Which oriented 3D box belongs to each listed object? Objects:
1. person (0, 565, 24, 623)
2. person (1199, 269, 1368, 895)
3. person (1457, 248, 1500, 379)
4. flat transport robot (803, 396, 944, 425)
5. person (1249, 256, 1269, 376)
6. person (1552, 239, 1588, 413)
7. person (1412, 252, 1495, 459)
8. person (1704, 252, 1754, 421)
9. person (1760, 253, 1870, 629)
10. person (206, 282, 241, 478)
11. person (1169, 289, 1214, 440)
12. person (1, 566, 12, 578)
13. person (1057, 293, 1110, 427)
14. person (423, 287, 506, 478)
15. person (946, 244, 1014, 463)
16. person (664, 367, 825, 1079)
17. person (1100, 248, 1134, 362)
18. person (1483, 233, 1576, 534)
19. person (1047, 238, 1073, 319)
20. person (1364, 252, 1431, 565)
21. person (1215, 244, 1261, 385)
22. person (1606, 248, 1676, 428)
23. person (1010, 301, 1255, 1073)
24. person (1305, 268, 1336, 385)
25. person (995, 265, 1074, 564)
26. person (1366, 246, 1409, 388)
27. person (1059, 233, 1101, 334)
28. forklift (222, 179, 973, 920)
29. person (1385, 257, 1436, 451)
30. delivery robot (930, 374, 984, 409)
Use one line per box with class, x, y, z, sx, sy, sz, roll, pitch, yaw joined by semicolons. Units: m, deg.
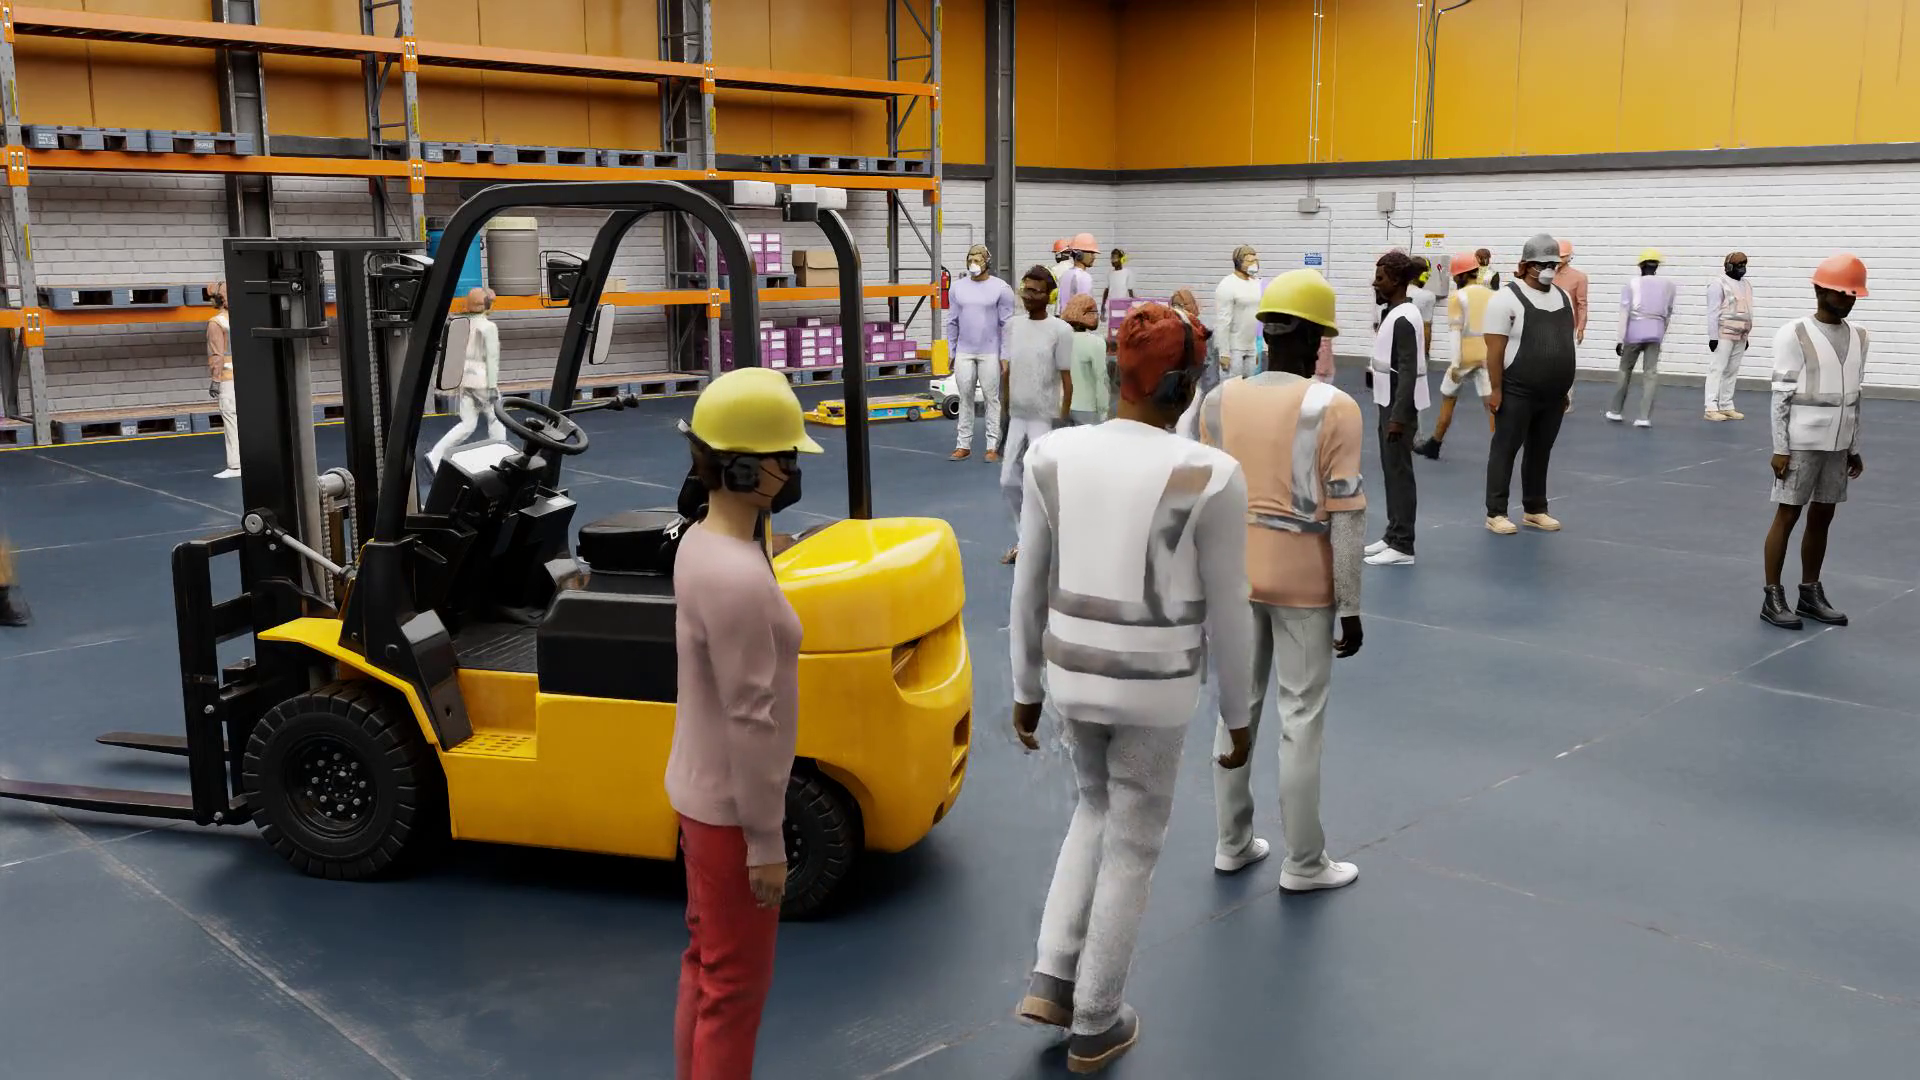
person;-5.344;-0.462;8.515;1.004;1.887;0.564;1;10;6
person;1.000;0.134;5.146;0.374;1.920;0.585;-10;15;-44
person;7.273;-3.155;23.298;0.633;1.839;0.429;10;14;43
flat transport robot;-0.943;-1.423;18.134;1.431;0.197;0.652;-7;13;-35
person;3.072;-2.159;17.861;0.567;1.839;0.377;1;10;7
person;6.840;-2.431;18.965;0.468;1.982;0.623;-9;14;-41
person;4.539;-1.605;14.765;0.630;1.871;0.894;-3;11;-15
person;8.445;-2.228;18.236;0.637;1.842;0.429;-6;12;-30
person;4.442;-0.504;8.593;0.543;1.932;0.365;-3;11;-16
person;-6.103;-1.335;13.920;0.307;1.641;0.513;1;10;3
person;1.805;-1.246;13.572;0.518;1.588;0.856;7;12;32
person;-5.886;-0.643;9.629;0.592;1.828;0.404;0;10;-2
person;0.814;-0.865;11.374;0.509;1.632;0.266;10;14;42
person;-4.003;-1.259;13.594;0.534;1.612;0.736;9;14;40
person;0.168;-1.658;14.865;0.629;1.940;0.373;4;11;19
person;-0.428;0.535;3.383;0.330;1.765;0.533;-3;11;-17
person;2.407;-3.493;25.205;0.532;1.825;0.944;9;14;42
person;3.914;-1.058;11.313;0.688;2.000;0.536;-4;11;-22
person;1.363;-2.960;21.875;0.421;1.981;0.627;9;14;42
person;2.697;-0.804;10.260;0.386;1.918;0.590;2;11;9
person;2.561;-1.733;15.275;0.372;1.939;0.629;8;13;39
person;7.266;-2.161;17.757;0.604;1.877;0.895;1;10;4
person;0.415;0.369;3.988;0.595;1.868;0.419;7;13;34
person;2.904;-1.346;13.660;0.360;1.755;0.602;-1;10;-3
person;0.435;-0.710;10.004;0.625;1.844;0.464;9;14;42
person;5.565;-2.835;21.422;0.546;1.886;0.660;-8;13;-38
person;1.197;-2.034;16.639;0.394;2.040;0.609;-3;11;-17
forklift;-1.114;-0.058;5.440;2.313;2.155;1.214;2;11;13
person;4.126;-1.682;15.326;0.546;1.812;0.942;6;12;28
delivery robot;0.036;-1.688;18.548;0.707;0.478;0.477;-5;12;-28
